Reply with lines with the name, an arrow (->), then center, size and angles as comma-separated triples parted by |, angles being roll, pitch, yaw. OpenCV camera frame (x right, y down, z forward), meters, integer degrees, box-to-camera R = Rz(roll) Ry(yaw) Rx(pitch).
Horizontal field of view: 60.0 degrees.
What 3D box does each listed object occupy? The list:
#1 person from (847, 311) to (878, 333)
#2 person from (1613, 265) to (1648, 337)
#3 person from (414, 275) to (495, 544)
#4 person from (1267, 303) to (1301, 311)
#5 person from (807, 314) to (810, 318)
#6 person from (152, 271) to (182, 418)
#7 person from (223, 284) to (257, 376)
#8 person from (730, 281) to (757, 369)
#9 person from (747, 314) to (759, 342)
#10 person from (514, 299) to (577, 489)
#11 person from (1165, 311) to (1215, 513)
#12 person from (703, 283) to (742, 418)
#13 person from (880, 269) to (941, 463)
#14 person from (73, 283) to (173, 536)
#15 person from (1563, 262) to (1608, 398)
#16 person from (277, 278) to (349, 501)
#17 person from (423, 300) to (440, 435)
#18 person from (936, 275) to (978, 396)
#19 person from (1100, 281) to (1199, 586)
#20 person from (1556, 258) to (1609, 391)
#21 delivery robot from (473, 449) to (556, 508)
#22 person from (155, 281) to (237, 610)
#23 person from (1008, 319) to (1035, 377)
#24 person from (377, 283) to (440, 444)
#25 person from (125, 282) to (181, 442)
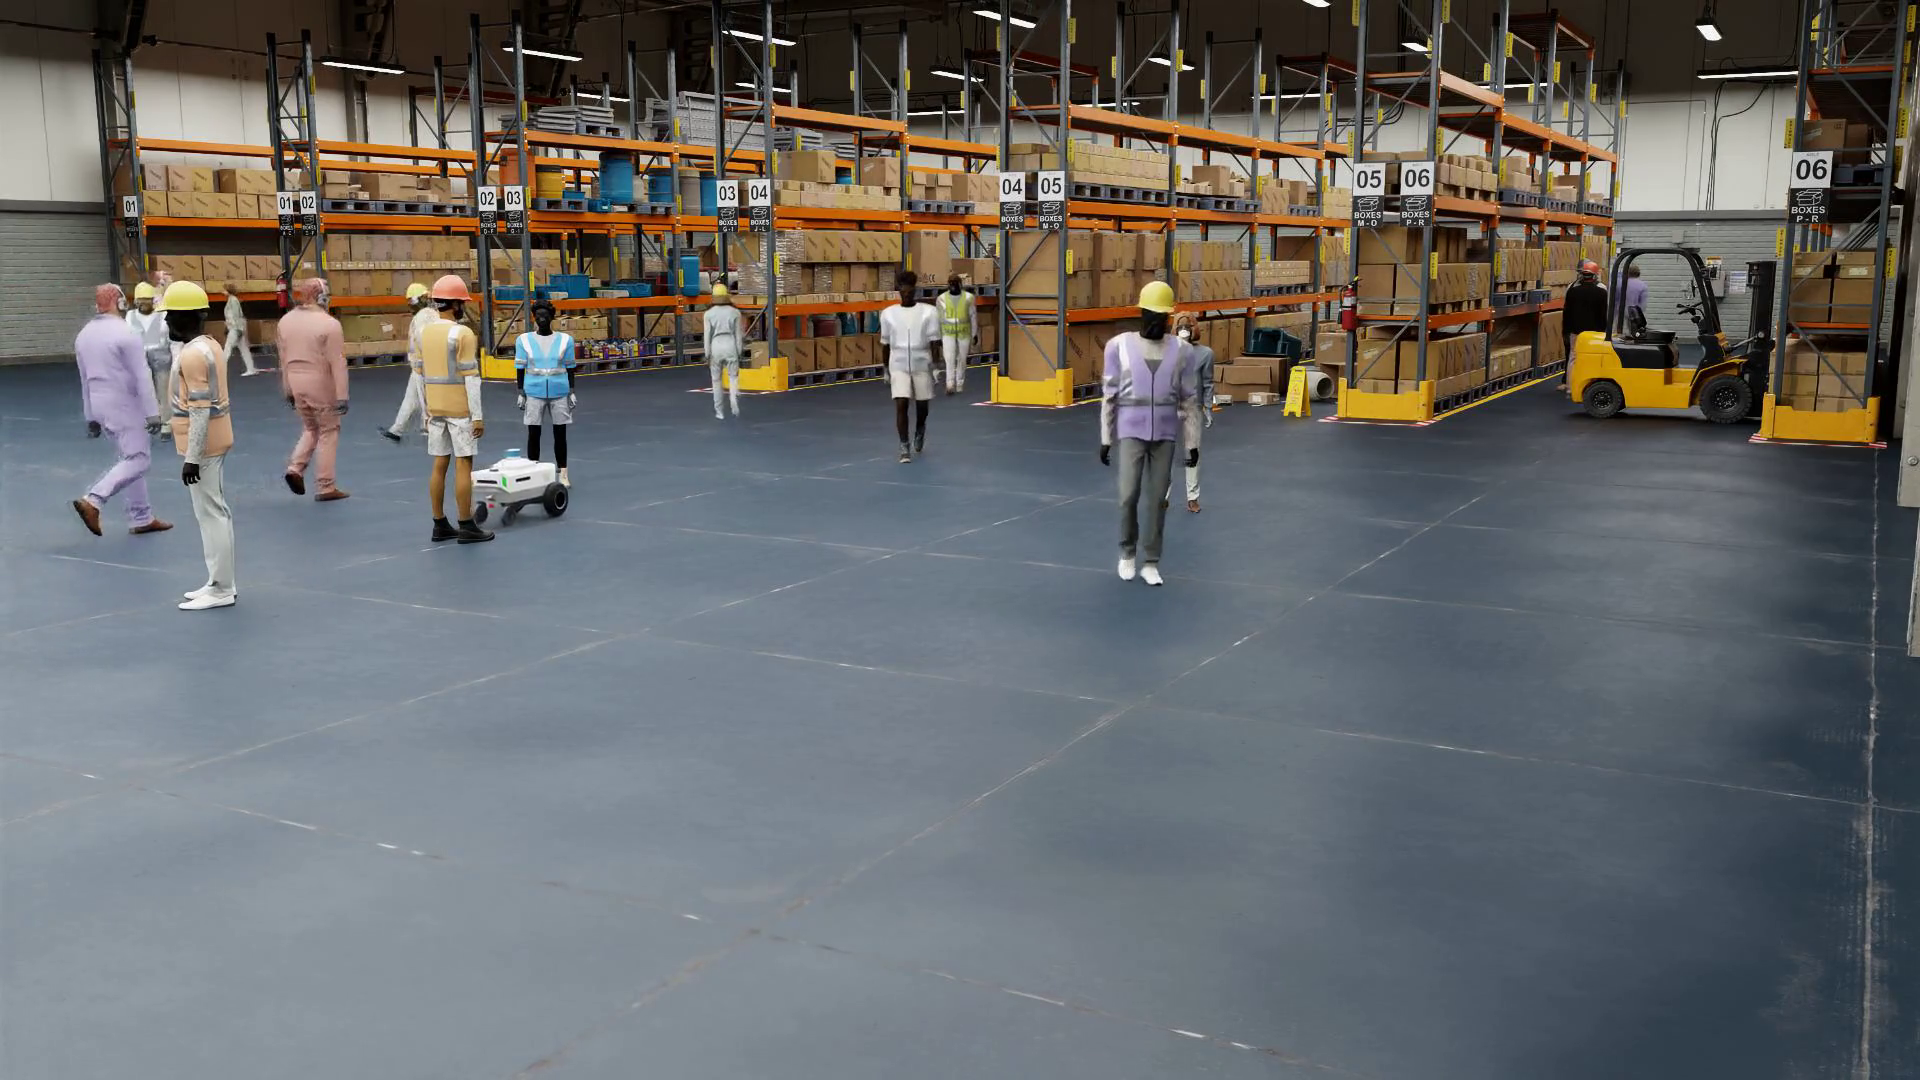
person -> -1.939, -4.413, 32.452 | 0.634, 1.922, 0.805 | 4, 11, 24
person -> 13.105, -4.431, 32.582 | 0.637, 1.913, 0.846 | 5, 11, 25
person -> -3.662, -0.941, 12.050 | 0.552, 1.935, 0.368 | 5, 11, 27
person -> 7.281, -5.249, 37.462 | 0.723, 1.874, 0.761 | 6, 11, 30
person -> -3.798, -6.107, 42.558 | 0.535, 1.854, 0.460 | 5, 11, 26
person -> -9.910, -2.426, 20.890 | 0.663, 1.884, 0.649 | -4, 11, -24
person -> -12.562, -3.597, 28.582 | 0.849, 1.590, 0.547 | -5, 11, -27
person -> -3.693, -3.511, 27.921 | 0.542, 1.650, 0.878 | 4, 10, 21
person -> -5.055, -5.833, 40.566 | 0.635, 1.988, 1.069 | 4, 11, 23
person -> -3.672, -1.287, 14.779 | 0.538, 1.695, 0.319 | -3, 10, -16
person -> 1.804, -1.032, 13.469 | 0.498, 1.634, 0.279 | 1, 10, 7
person -> -3.015, -2.399, 21.166 | 0.500, 1.726, 0.529 | -2, 10, -13
person -> -0.501, -1.780, 16.943 | 0.621, 1.949, 0.751 | 0, 10, 0
person -> -6.239, -0.941, 12.240 | 0.671, 1.879, 0.707 | 6, 12, 33
person -> 9.079, -3.027, 24.140 | 0.627, 1.987, 0.413 | 8, 13, 40
person -> -5.444, -1.266, 14.089 | 0.671, 1.890, 0.459 | 4, 10, 22
person -> -5.963, -2.026, 19.390 | 0.742, 1.598, 0.503 | -7, 12, -36
person -> -0.046, -3.067, 24.939 | 0.638, 1.793, 0.984 | 0, 10, 0
person -> 1.200, -0.664, 10.474 | 0.622, 1.913, 0.404 | -1, 10, -6
person -> 9.500, -3.281, 25.449 | 0.536, 2.000, 0.676 | -9, 13, -42
delivery robot -> -3.497, -0.472, 13.072 | 0.477, 0.478, 0.707 | 4, 10, 22
person -> -4.485, -0.553, 9.806 | 0.364, 1.928, 0.586 | -3, 10, -17
person -> 1.001, -3.653, 28.191 | 0.563, 1.848, 0.391 | 1, 10, 3
person -> -5.978, -1.934, 18.368 | 0.922, 1.769, 0.576 | 1, 10, 5
person -> -8.895, -1.927, 18.277 | 0.619, 1.777, 0.951 | -3, 10, -19
